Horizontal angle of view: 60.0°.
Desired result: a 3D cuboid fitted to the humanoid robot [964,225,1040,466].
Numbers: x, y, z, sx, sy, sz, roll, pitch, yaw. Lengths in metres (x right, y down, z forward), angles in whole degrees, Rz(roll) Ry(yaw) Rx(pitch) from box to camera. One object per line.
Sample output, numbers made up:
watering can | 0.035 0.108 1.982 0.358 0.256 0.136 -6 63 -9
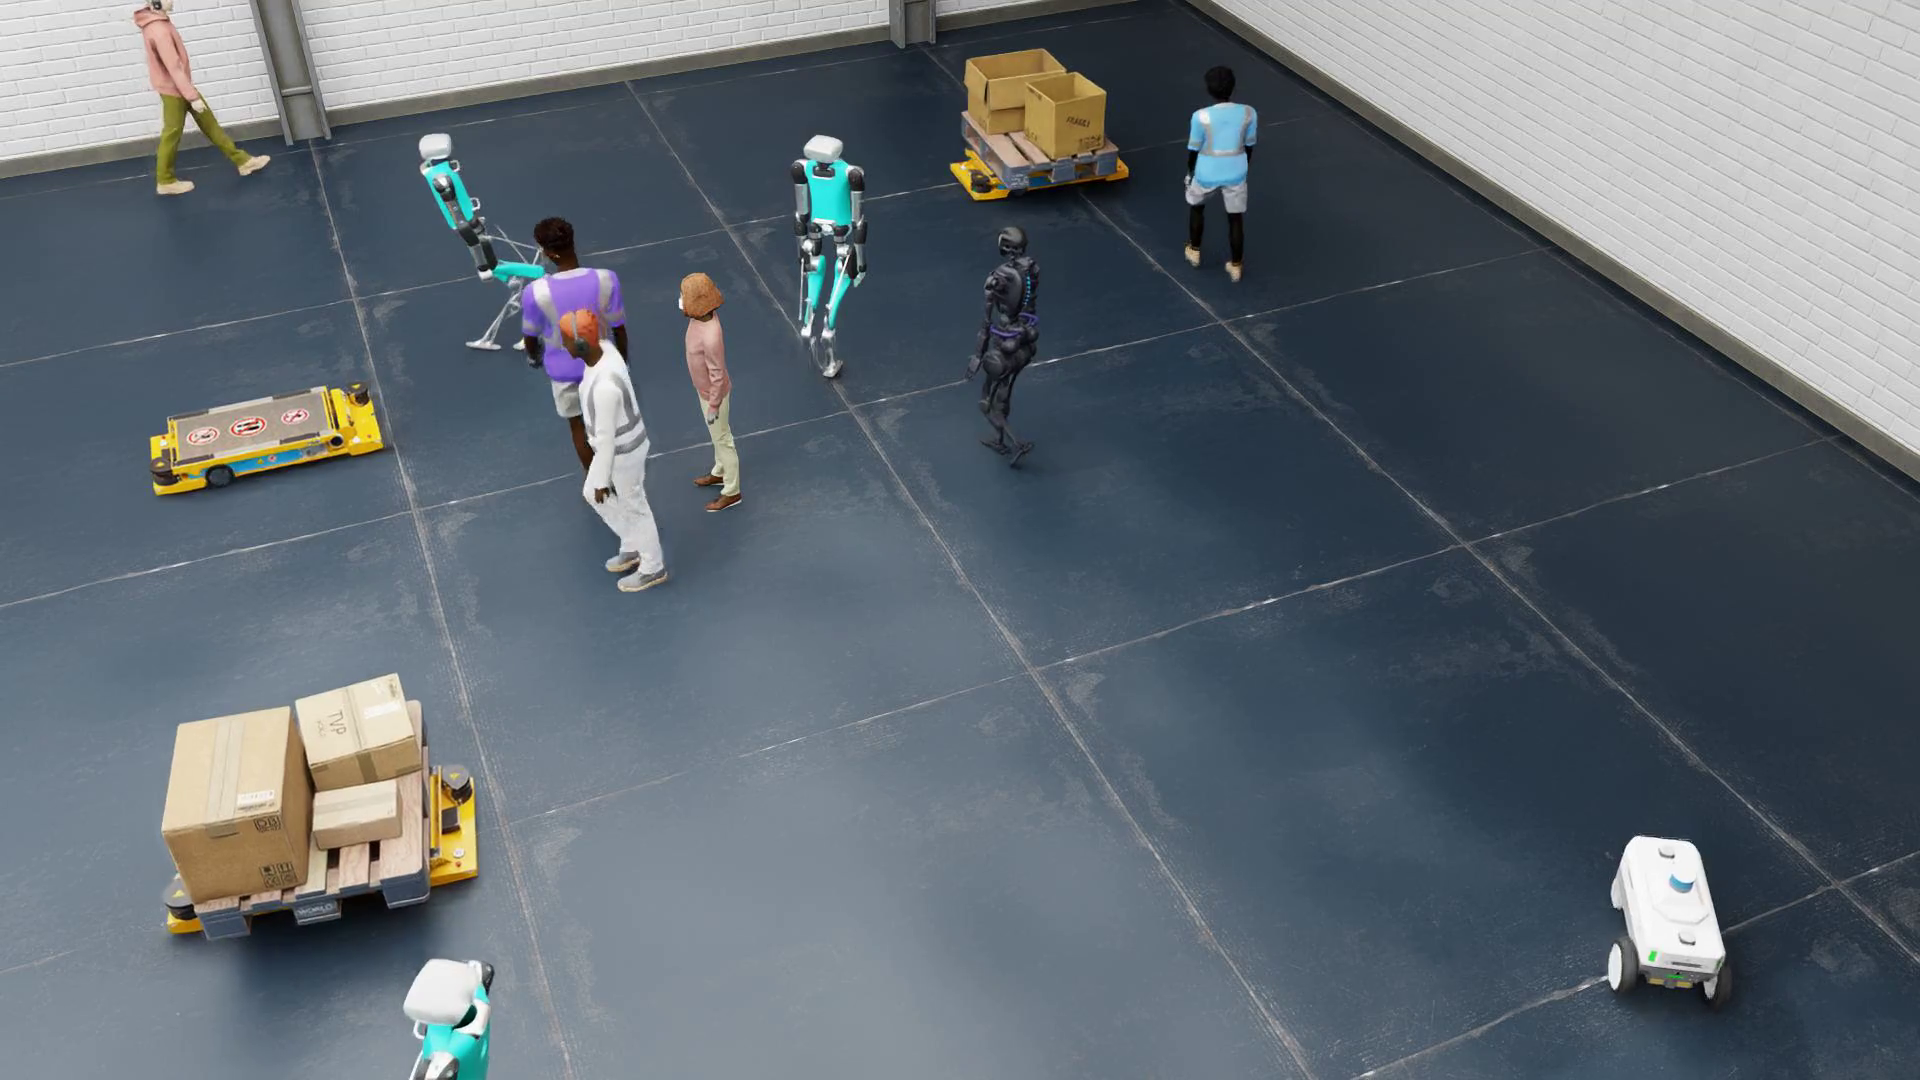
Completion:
humanoid robot | 0.346 -1.247 10.751 0.483 1.634 0.604 27 45 30

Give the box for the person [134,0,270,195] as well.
person | -6.527 -3.811 13.991 0.978 1.781 0.565 -14 40 -18

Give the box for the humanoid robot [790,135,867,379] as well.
humanoid robot | -0.959 -1.793 11.489 0.541 1.890 0.724 12 39 15

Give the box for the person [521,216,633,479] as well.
person | -2.432 -1.180 10.447 0.622 1.923 0.775 -19 41 -23

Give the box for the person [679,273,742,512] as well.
person | -1.565 -0.927 10.358 0.282 1.633 0.498 -11 39 -14

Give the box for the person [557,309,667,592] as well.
person | -2.006 -0.504 9.613 0.482 1.866 0.614 -10 39 -13

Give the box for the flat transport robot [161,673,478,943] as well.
flat transport robot | -3.157 1.524 8.290 1.431 0.231 0.659 -9 38 -11

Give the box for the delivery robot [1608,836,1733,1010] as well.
delivery robot | 3.296 1.756 7.735 0.499 0.572 0.747 5 38 7

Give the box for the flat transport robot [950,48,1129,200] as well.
flat transport robot | 0.690 -3.278 14.540 1.431 0.231 0.659 -12 39 -15

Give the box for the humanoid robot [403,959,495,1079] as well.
humanoid robot | -2.138 2.177 6.281 1.024 1.740 0.540 4 38 5

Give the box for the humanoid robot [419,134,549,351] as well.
humanoid robot | -3.247 -2.075 11.775 0.851 1.749 0.546 -13 39 -16

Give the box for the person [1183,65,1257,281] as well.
person | 1.984 -2.825 12.804 0.542 1.663 0.537 -3 38 -4

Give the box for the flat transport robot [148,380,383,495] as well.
flat transport robot | -4.669 -0.693 11.176 1.431 0.231 0.659 -14 40 -18
